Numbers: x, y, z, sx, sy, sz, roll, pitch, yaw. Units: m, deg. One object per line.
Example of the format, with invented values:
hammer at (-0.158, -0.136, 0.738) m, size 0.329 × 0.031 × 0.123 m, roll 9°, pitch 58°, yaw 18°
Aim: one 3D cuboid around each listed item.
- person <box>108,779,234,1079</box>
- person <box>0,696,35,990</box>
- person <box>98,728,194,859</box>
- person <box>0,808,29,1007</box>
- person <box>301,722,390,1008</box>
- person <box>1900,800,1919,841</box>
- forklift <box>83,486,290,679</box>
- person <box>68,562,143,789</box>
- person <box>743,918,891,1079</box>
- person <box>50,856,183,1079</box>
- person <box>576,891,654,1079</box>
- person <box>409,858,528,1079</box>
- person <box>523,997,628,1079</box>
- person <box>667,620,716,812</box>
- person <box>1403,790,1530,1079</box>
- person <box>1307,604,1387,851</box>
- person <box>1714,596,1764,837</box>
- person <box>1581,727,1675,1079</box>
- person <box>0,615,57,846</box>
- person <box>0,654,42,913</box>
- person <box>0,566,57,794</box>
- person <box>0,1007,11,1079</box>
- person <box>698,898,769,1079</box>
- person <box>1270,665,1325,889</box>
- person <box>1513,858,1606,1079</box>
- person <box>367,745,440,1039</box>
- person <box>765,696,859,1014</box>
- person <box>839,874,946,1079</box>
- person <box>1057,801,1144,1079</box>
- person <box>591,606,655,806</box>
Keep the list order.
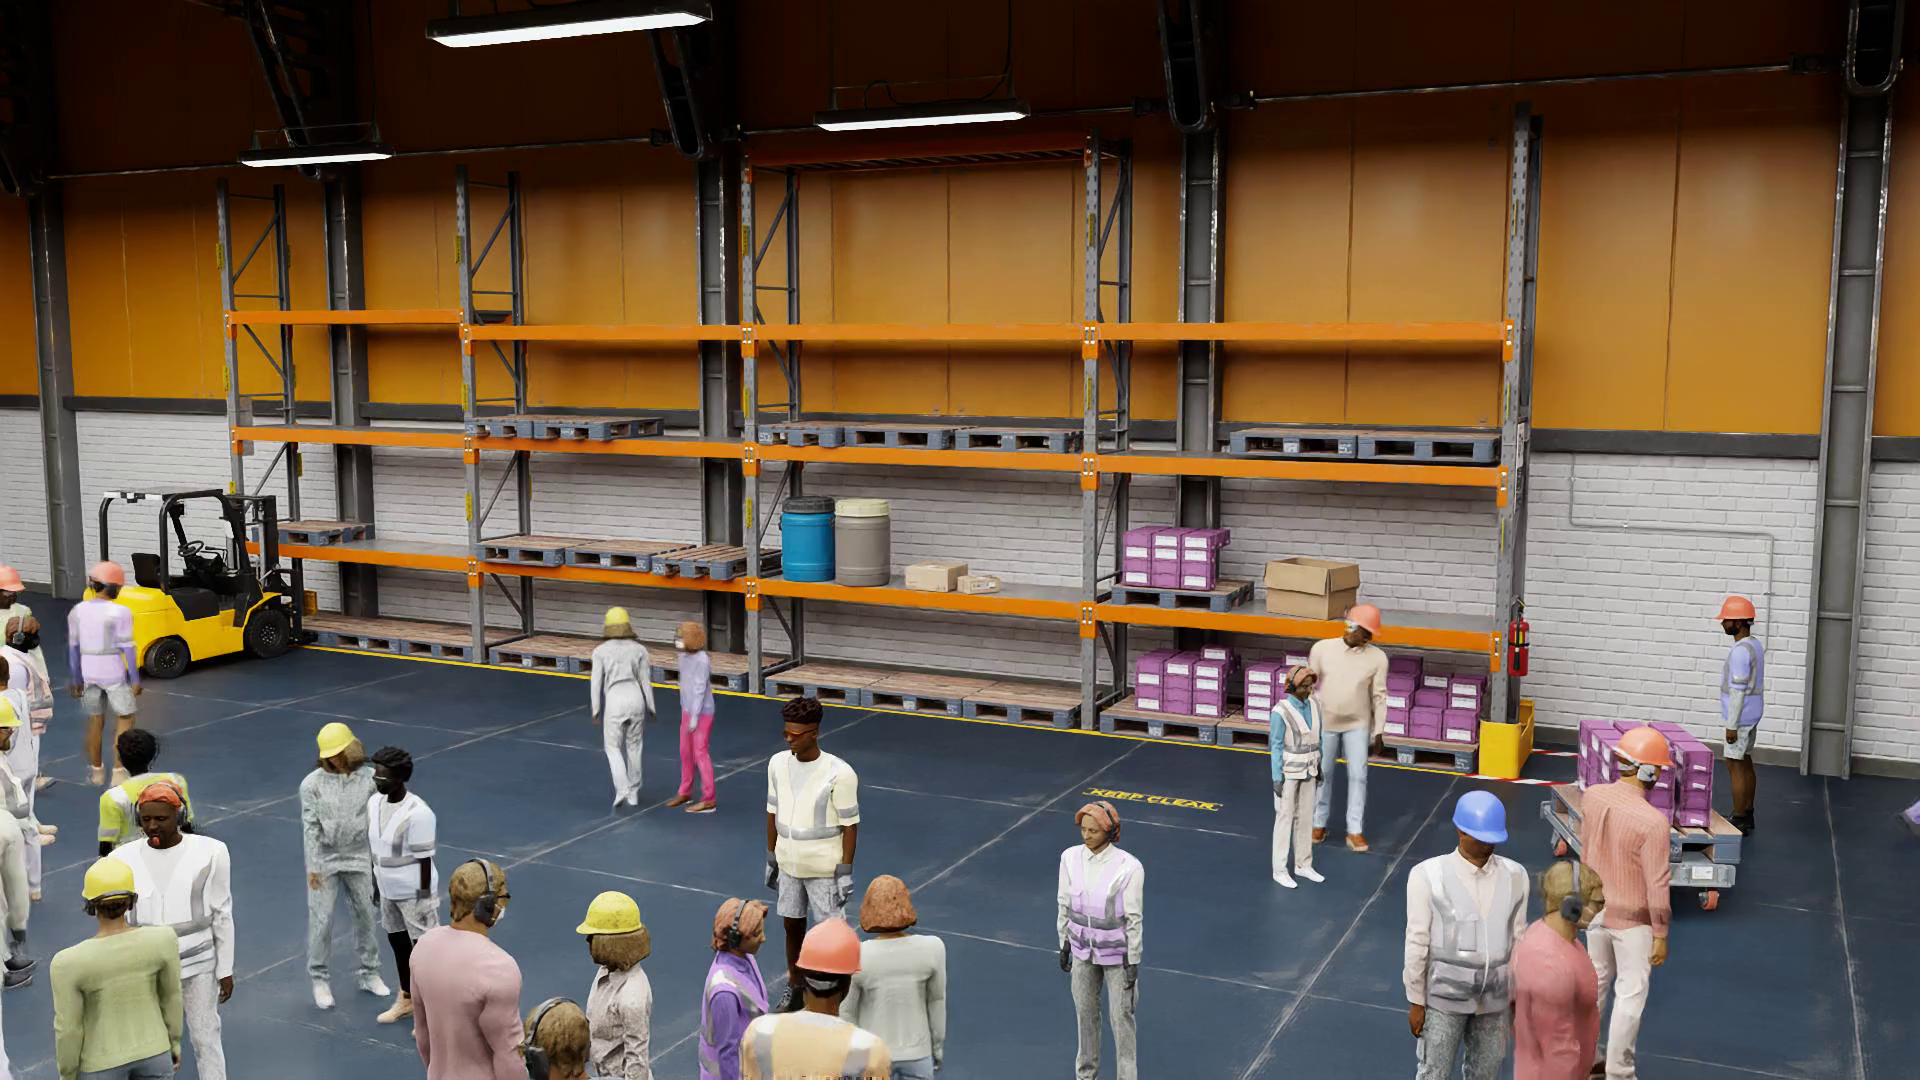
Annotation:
person at (-3.819, 2.079, 8.076) m, size 0.568 × 1.878 × 0.351 m, roll -1°, pitch 7°, yaw -12°
person at (-5.923, 1.849, 10.198) m, size 0.403 × 1.819 × 0.602 m, roll -4°, pitch 8°, yaw -29°
person at (-4.891, 1.946, 9.931) m, size 0.671 × 1.669 × 0.551 m, roll 5°, pitch 8°, yaw 34°
person at (-5.198, 2.010, 8.600) m, size 0.681 × 1.880 × 0.732 m, roll -5°, pitch 8°, yaw -35°
person at (-3.657, 1.923, 9.955) m, size 0.526 × 1.723 × 0.352 m, roll -4°, pitch 8°, yaw -33°
person at (7.859, 1.527, 12.898) m, size 0.579 × 1.816 × 0.914 m, roll -5°, pitch 9°, yaw -38°
forklift at (-9.426, 0.454, 20.179) m, size 1.214 × 2.155 × 2.313 m, roll 3°, pitch 8°, yaw 26°
person at (-7.523, 1.212, 14.716) m, size 0.813 × 2.018 × 0.455 m, roll 2°, pitch 7°, yaw 16°
person at (-0.536, 2.322, 5.912) m, size 0.585 × 1.905 × 0.630 m, roll 1°, pitch 7°, yaw 11°
person at (-3.627, 2.238, 7.186) m, size 0.526 × 1.769 × 0.329 m, roll -7°, pitch 10°, yaw -44°
person at (-1.408, 2.292, 6.838) m, size 0.294 × 1.744 × 0.487 m, roll -3°, pitch 8°, yaw -26°
person at (-1.923, 2.222, 6.641) m, size 0.627 × 1.935 × 0.373 m, roll 5°, pitch 9°, yaw 38°
person at (-1.233, 2.394, 5.269) m, size 0.380 × 1.928 × 0.636 m, roll 4°, pitch 8°, yaw 30°
person at (-2.262, 1.479, 14.055) m, size 0.334 × 1.622 × 0.511 m, roll -5°, pitch 9°, yaw -38°
person at (2.331, 2.093, 7.653) m, size 0.603 × 1.945 × 0.390 m, roll -1°, pitch 7°, yaw -11°
person at (2.992, 1.442, 13.010) m, size 0.677 × 1.947 × 0.449 m, roll 2°, pitch 7°, yaw 18°
person at (6.244, 1.410, 13.388) m, size 0.391 × 1.928 × 0.551 m, roll 5°, pitch 9°, yaw 36°
person at (3.489, 1.948, 8.711) m, size 0.410 × 1.981 × 0.629 m, roll -2°, pitch 7°, yaw -18°
person at (-7.363, 1.494, 13.085) m, size 0.429 × 1.834 × 0.636 m, roll -4°, pitch 8°, yaw -29°
person at (-6.596, 1.680, 11.500) m, size 0.344 × 1.841 × 0.506 m, roll -1°, pitch 7°, yaw -5°
person at (-8.255, 1.225, 14.566) m, size 0.818 × 2.013 × 0.636 m, roll 2°, pitch 7°, yaw 16°
person at (-3.885, 2.293, 6.253) m, size 0.585 × 1.882 × 0.337 m, roll -3°, pitch 8°, yaw -23°
person at (-0.956, 2.315, 7.103) m, size 0.323 × 1.630 × 0.525 m, roll 0°, pitch 7°, yaw -1°
person at (2.445, 1.709, 12.114) m, size 0.528 × 1.630 × 0.320 m, roll -5°, pitch 9°, yaw -38°
person at (2.399, 2.220, 6.684) m, size 0.614 × 1.922 × 0.655 m, roll 3°, pitch 7°, yaw 21°
person at (-3.174, 1.995, 9.516) m, size 0.569 × 1.691 × 0.320 m, roll 5°, pitch 9°, yaw 36°
person at (-0.870, 1.854, 9.546) m, size 0.613 × 1.963 × 0.361 m, roll 4°, pitch 8°, yaw 30°
person at (-0.306, 2.291, 7.363) m, size 0.513 × 1.624 × 0.311 m, roll -2°, pitch 7°, yaw -15°
person at (0.726, 2.139, 8.572) m, size 0.508 × 1.629 × 0.317 m, roll 5°, pitch 9°, yaw 36°
person at (-2.848, 1.427, 14.148) m, size 0.537 × 1.701 × 0.622 m, roll -3°, pitch 8°, yaw -26°
